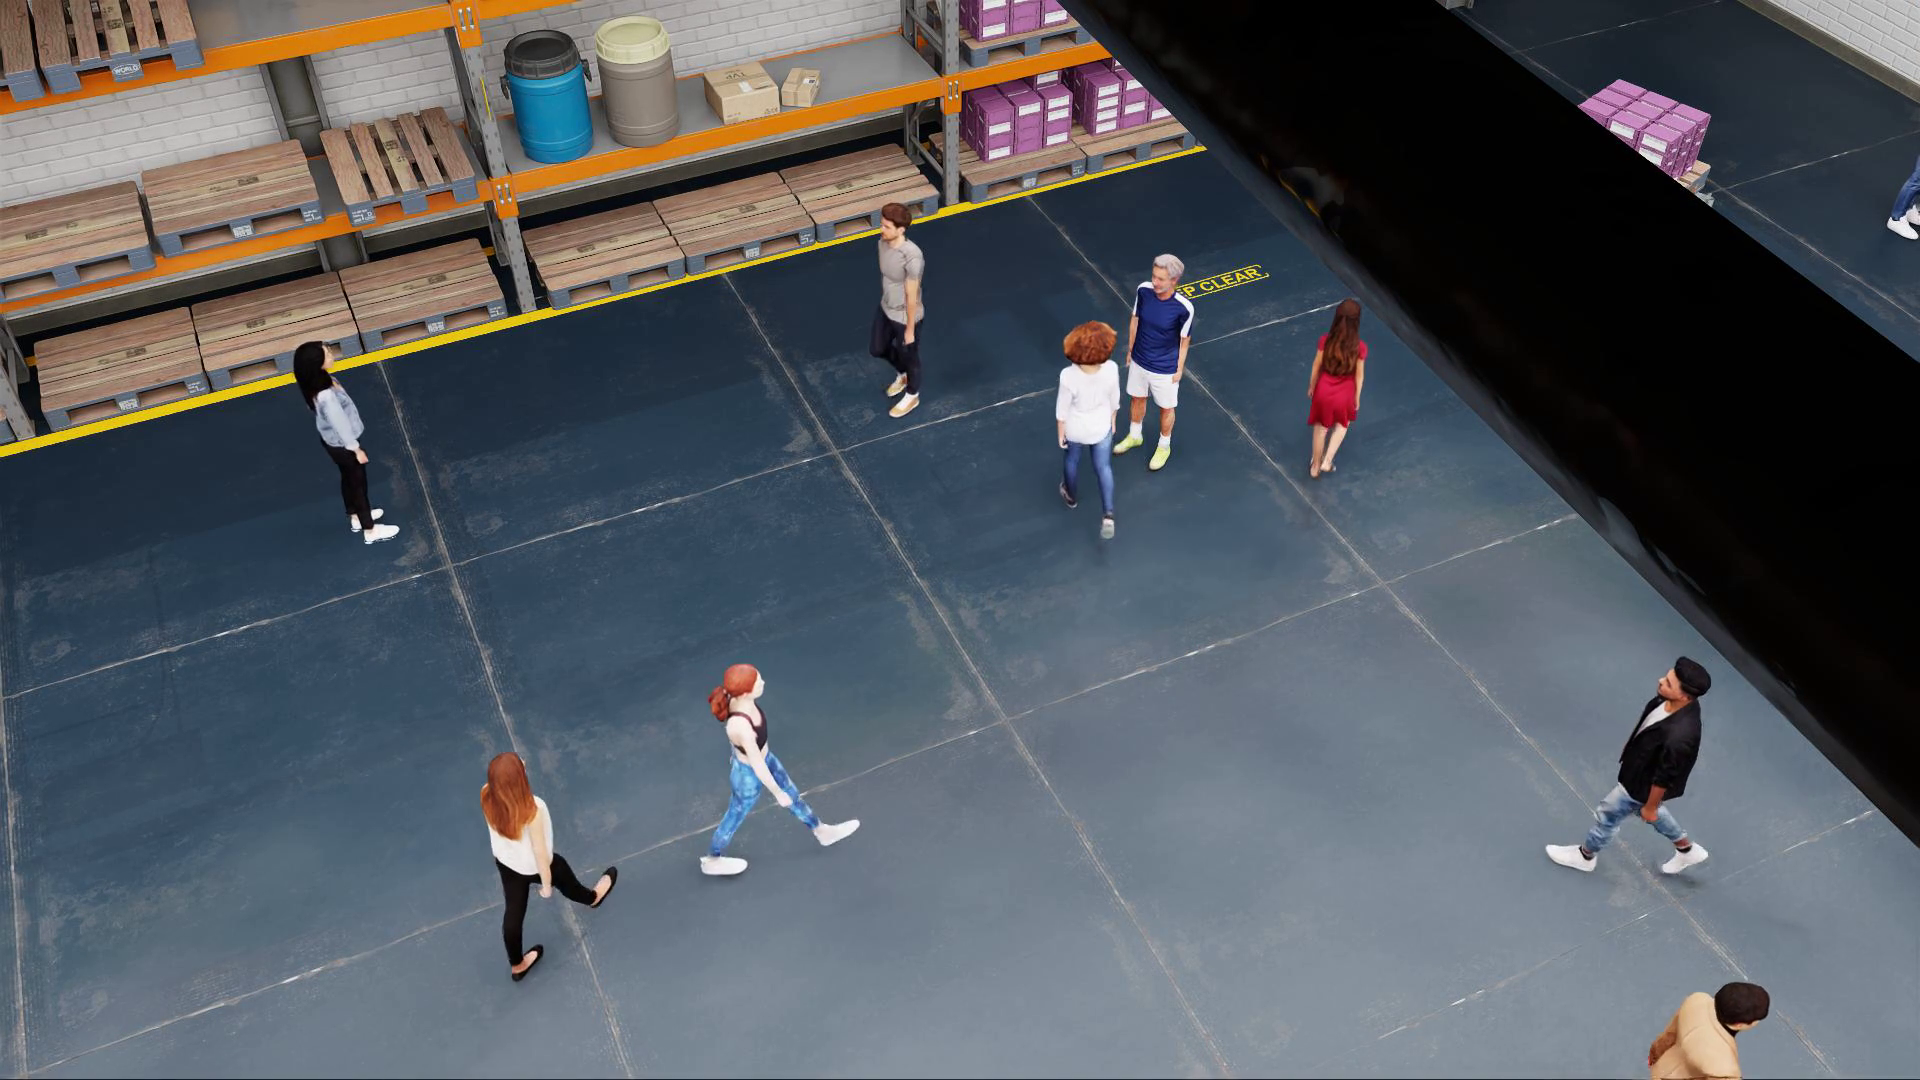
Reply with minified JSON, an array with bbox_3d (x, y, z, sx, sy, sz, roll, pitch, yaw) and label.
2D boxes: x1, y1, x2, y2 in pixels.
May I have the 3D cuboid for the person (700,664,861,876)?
[{"bbox_3d":[-1.276,1.383,9.499,1.254,1.730,0.824,-5,44,-6],"label":"person"}]

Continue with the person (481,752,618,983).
[{"bbox_3d":[-2.421,1.815,9.082,0.994,1.679,1.116,19,47,19],"label":"person"}]

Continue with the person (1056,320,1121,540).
[{"bbox_3d":[0.921,-0.763,11.778,1.035,1.693,0.894,-5,44,-5],"label":"person"}]

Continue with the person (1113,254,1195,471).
[{"bbox_3d":[1.452,-1.339,12.277,0.724,1.839,0.732,26,49,24],"label":"person"}]

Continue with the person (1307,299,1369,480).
[{"bbox_3d":[2.737,-1.044,12.183,0.721,1.542,0.782,16,46,16],"label":"person"}]

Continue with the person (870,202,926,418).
[{"bbox_3d":[-0.379,-1.772,12.701,0.751,1.881,0.724,-31,51,-28],"label":"person"}]

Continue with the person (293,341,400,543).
[{"bbox_3d":[-4.353,-0.685,11.685,0.622,1.709,0.654,-29,51,-27],"label":"person"}]

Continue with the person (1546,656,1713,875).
[{"bbox_3d":[4.036,1.355,9.490,1.196,1.783,1.145,15,46,15],"label":"person"}]

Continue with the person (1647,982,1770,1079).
[{"bbox_3d":[3.451,2.698,8.153,1.239,1.682,1.045,5,44,5],"label":"person"}]
